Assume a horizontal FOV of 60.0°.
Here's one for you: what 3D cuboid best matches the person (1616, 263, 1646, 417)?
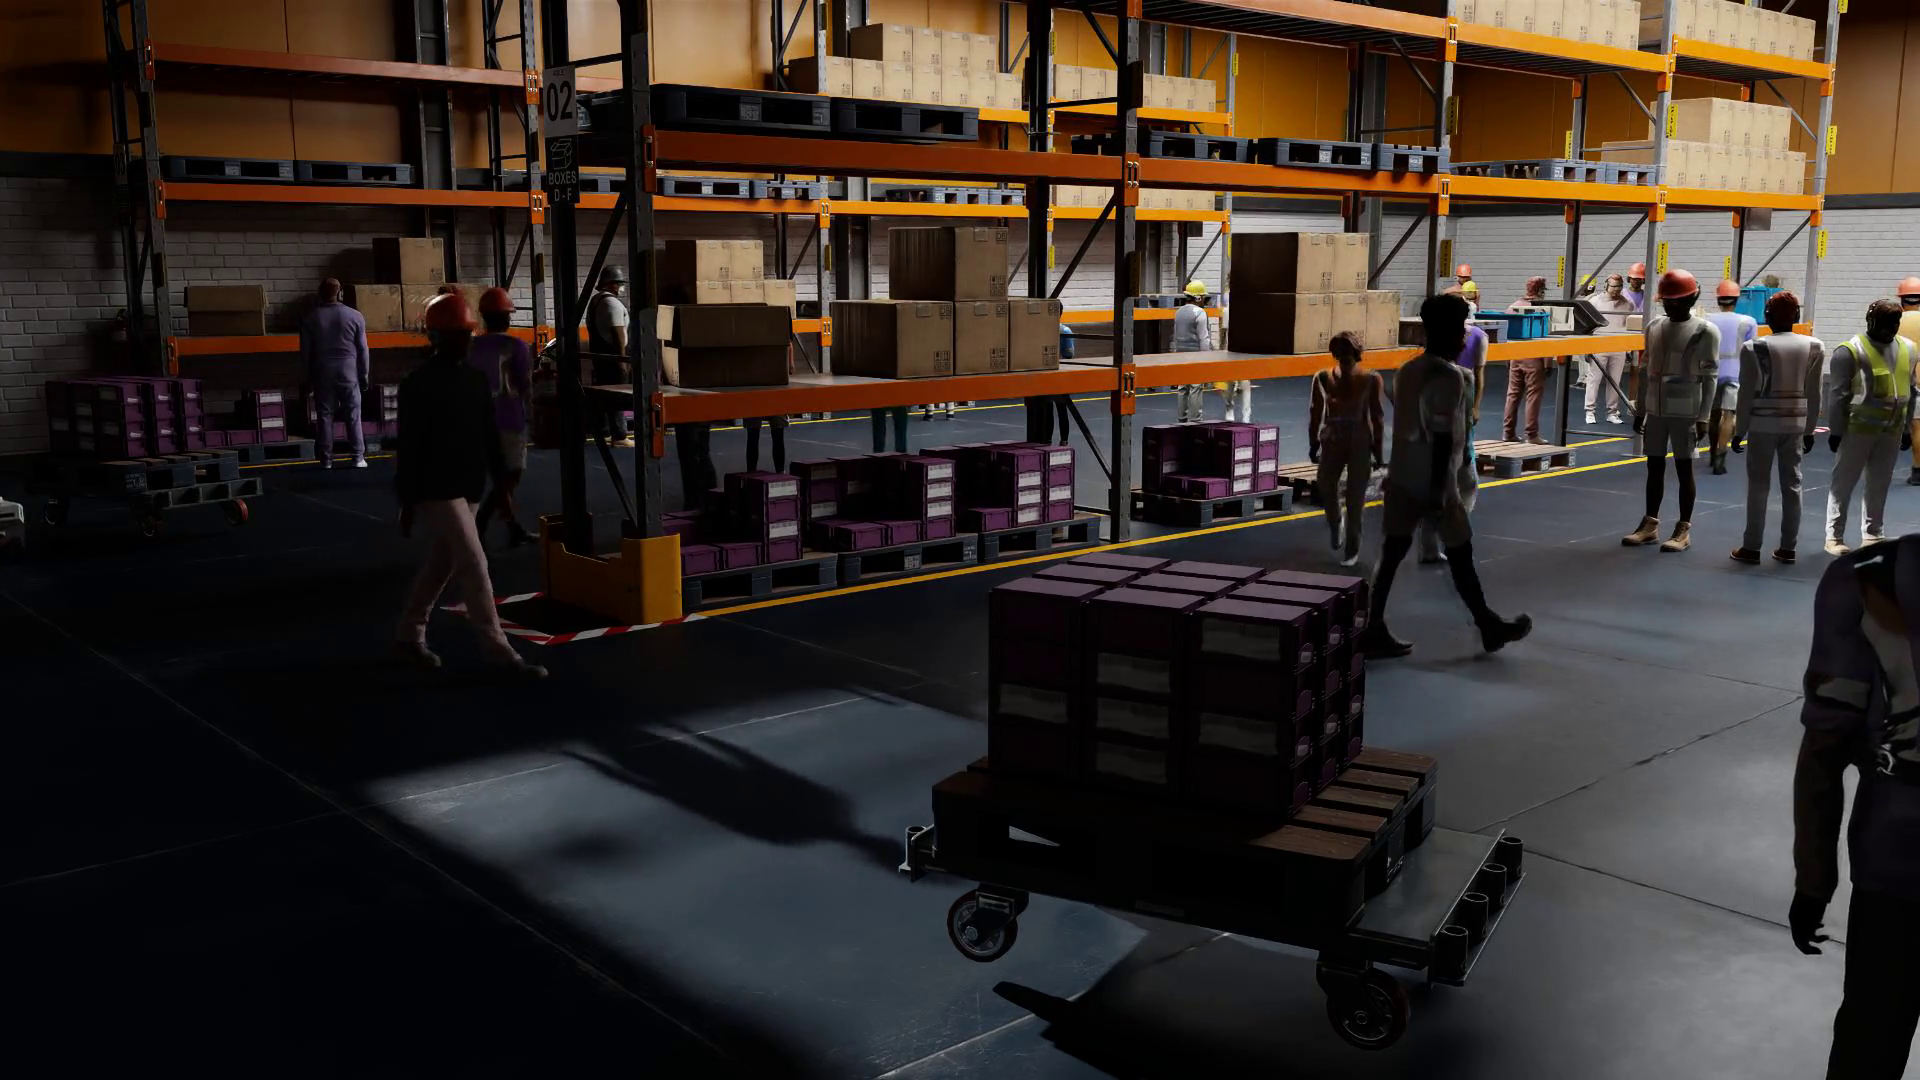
[{"bbox_3d":[8.870,-2.628,21.947,0.605,2.035,0.392,-1,10,-4],"label":"person"}]

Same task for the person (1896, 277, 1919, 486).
[{"bbox_3d":[8.794,-1.468,15.464,0.548,1.930,0.377,5,11,26],"label":"person"}]

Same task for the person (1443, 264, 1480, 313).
[{"bbox_3d":[7.862,-3.318,26.101,0.623,1.992,0.397,-1,10,-7],"label":"person"}]

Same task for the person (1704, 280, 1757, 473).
[{"bbox_3d":[7.573,-1.622,16.473,0.555,1.902,0.945,7,12,37],"label":"person"}]

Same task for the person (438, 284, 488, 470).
[{"bbox_3d":[-4.739,-1.497,15.796,0.684,1.868,0.594,-6,12,-33],"label":"person"}]

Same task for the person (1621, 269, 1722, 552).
[{"bbox_3d":[5.125,-0.928,11.995,0.396,2.033,0.605,-6,11,-31],"label":"person"}]

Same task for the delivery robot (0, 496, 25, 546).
[{"bbox_3d":[-6.854,-0.171,11.613,0.707,0.478,0.477,7,12,36],"label":"delivery robot"}]

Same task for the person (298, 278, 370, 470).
[{"bbox_3d":[-6.215,-1.645,16.563,0.650,1.907,0.409,-3,10,-19],"label":"person"}]

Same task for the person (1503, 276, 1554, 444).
[{"bbox_3d":[6.476,-2.032,18.865,0.395,1.899,0.644,-6,11,-31],"label":"person"}]

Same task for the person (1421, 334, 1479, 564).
[{"bbox_3d":[3.369,-0.643,11.505,0.477,1.616,0.532,-6,12,-33],"label":"person"}]

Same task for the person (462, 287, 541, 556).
[{"bbox_3d":[-3.315,-0.840,11.852,0.555,1.914,0.873,5,11,25],"label":"person"}]

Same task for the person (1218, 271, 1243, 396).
[{"bbox_3d":[4.208,-3.163,25.382,0.630,1.931,0.358,-10,14,-44],"label":"person"}]

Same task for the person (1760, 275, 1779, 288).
[{"bbox_3d":[10.777,-2.539,21.878,0.670,1.894,0.966,-9,13,-42],"label":"person"}]

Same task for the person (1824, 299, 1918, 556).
[{"bbox_3d":[6.457,-0.787,11.795,0.644,1.832,0.431,-2,10,-9],"label":"person"}]

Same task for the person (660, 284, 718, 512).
[{"bbox_3d":[-2.083,-0.996,12.782,0.413,1.911,0.704,3,10,16],"label":"person"}]

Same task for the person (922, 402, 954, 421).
[{"bbox_3d":[-0.298,-2.444,21.452,0.589,1.835,0.404,-2,10,-9],"label":"person"}]

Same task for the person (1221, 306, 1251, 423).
[{"bbox_3d":[3.547,-2.387,21.181,0.535,1.825,0.979,0,10,-2],"label":"person"}]

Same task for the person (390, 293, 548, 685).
[{"bbox_3d":[-2.559,-0.264,8.383,1.015,1.947,0.633,4,10,20],"label":"person"}]

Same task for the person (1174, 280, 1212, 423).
[{"bbox_3d":[2.830,-2.209,20.084,0.403,1.833,0.590,-5,11,-28],"label":"person"}]

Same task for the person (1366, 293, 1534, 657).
[{"bbox_3d":[2.576,-0.328,8.786,0.996,1.916,0.618,-3,10,-15],"label":"person"}]

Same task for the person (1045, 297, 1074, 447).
[{"bbox_3d":[0.984,-1.712,17.584,0.319,1.692,0.533,-7,12,-37],"label":"person"}]

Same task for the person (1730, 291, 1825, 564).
[{"bbox_3d":[5.620,-0.764,11.470,0.575,1.885,0.355,0,10,0],"label":"person"}]

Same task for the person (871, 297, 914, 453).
[{"bbox_3d":[-0.673,-1.410,15.667,0.548,1.728,0.743,1,10,7],"label":"person"}]

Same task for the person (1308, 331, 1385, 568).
[{"bbox_3d":[2.680,-0.638,11.498,0.541,1.622,0.455,5,11,26],"label":"person"}]

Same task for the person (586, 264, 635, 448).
[{"bbox_3d":[-3.855,-2.053,18.560,0.536,2.000,0.683,-7,12,-35],"label":"person"}]

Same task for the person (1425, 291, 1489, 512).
[{"bbox_3d":[4.094,-1.136,13.795,0.383,1.837,0.561,-9,13,-41],"label":"person"}]

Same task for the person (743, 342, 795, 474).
[{"bbox_3d":[-1.754,-1.267,14.958,0.541,1.696,0.315,-1,10,-5],"label":"person"}]

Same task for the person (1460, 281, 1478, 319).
[{"bbox_3d":[7.709,-3.059,25.316,0.295,1.743,0.493,-4,11,-24],"label":"person"}]

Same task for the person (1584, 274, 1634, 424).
[{"bbox_3d":[8.226,-2.415,21.087,0.639,1.904,0.409,-1,10,-4],"label":"person"}]

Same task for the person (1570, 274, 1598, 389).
[{"bbox_3d":[10.021,-3.331,26.646,0.404,1.831,0.600,0,10,2],"label":"person"}]

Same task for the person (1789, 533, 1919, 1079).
[{"bbox_3d":[1.908,0.631,3.167,0.594,1.930,0.352,3,10,17],"label":"person"}]
